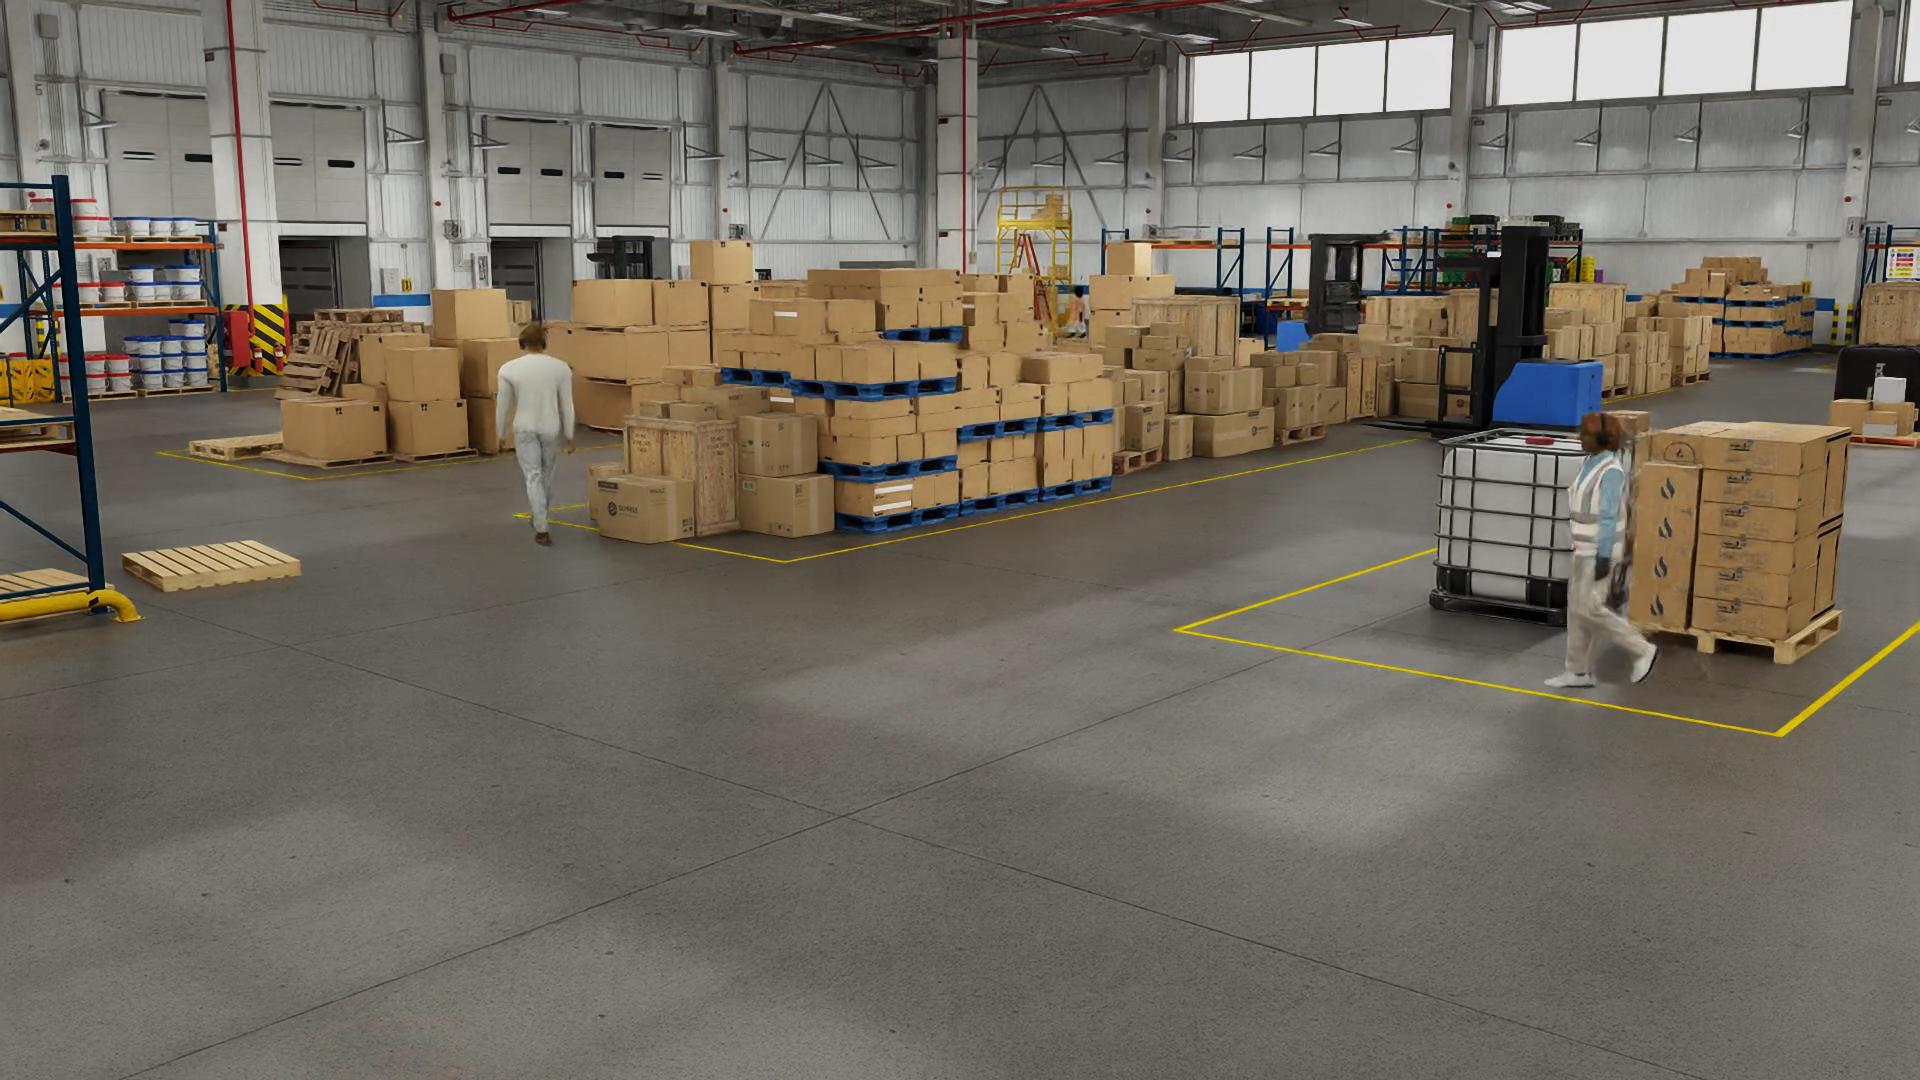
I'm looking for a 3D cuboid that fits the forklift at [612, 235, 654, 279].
[{"bbox_3d":[-7.300,-5.450,37.421,1.873,2.768,1.129,8,13,40],"label":"forklift"}]

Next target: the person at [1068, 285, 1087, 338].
[{"bbox_3d":[2.729,-5.184,39.340,0.739,1.669,0.534,-5,11,-25],"label":"person"}]

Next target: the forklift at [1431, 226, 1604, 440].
[{"bbox_3d":[7.339,-2.688,21.696,1.873,2.768,1.129,8,13,40],"label":"forklift"}]

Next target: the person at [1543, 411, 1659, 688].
[{"bbox_3d":[3.700,0.073,9.519,0.510,1.630,0.518,0,10,3],"label":"person"}]

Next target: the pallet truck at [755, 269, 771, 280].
[{"bbox_3d":[-4.996,-6.432,45.525,1.885,1.965,0.823,-6,12,-32],"label":"pallet truck"}]

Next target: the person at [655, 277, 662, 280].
[{"bbox_3d":[-6.505,-4.723,36.015,0.635,1.927,0.372,-4,11,-22],"label":"person"}]

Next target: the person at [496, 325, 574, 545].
[{"bbox_3d":[-3.725,-0.937,14.572,0.647,1.885,1.009,-5,11,-24],"label":"person"}]

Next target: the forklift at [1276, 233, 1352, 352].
[{"bbox_3d":[7.256,-4.640,32.810,1.129,2.768,1.873,-7,12,-34],"label":"forklift"}]
